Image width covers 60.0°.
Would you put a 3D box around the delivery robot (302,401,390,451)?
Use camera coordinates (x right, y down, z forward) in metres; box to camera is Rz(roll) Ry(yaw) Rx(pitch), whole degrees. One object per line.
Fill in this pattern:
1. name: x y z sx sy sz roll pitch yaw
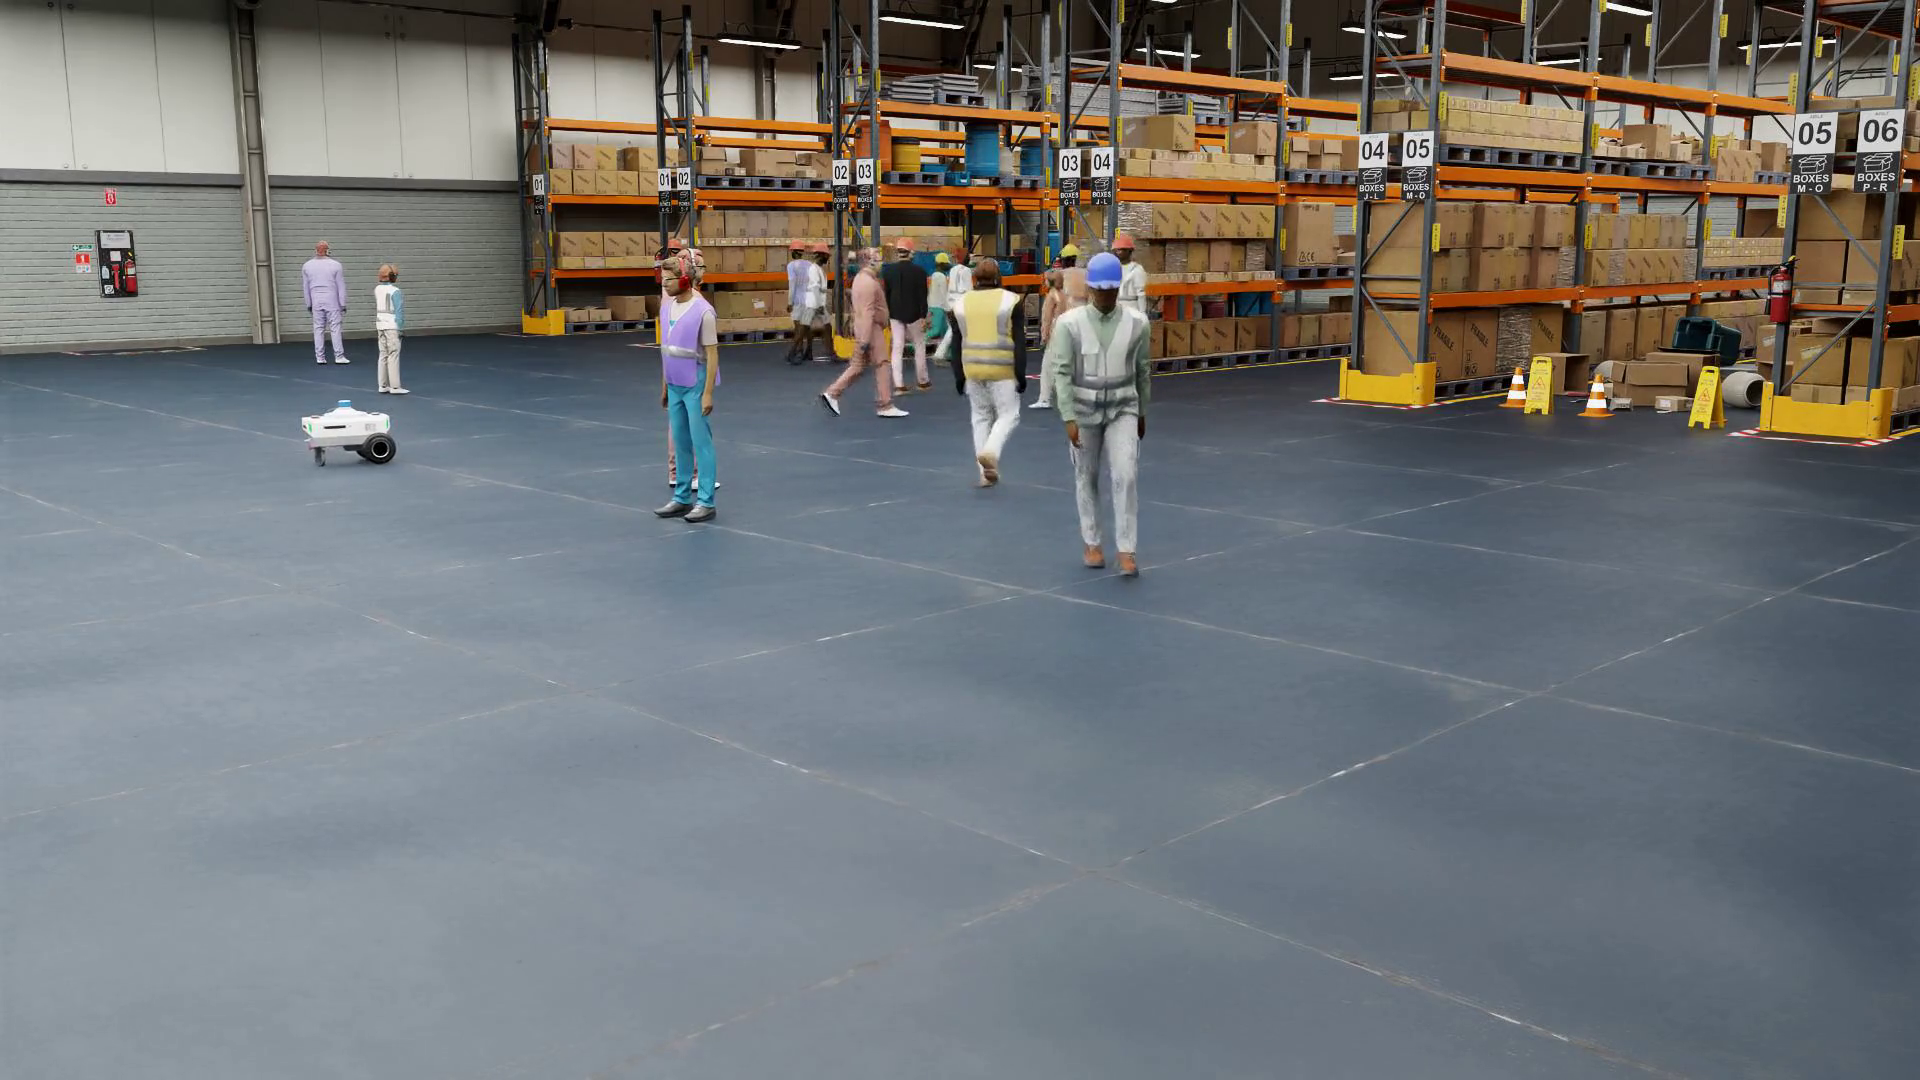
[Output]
1. delivery robot: -5.455 -0.995 14.770 0.707 0.478 0.477 -6 12 -30

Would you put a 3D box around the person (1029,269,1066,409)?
1. person: 1.130 -2.299 19.117 0.645 1.617 0.522 3 11 15

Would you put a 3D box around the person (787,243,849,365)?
1. person: -2.259 -3.657 25.822 1.008 1.879 0.634 3 11 16

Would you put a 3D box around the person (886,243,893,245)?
1. person: -1.509 -5.545 36.243 0.404 1.827 0.599 -7 12 -32

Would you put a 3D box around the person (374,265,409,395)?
1. person: -7.218 -2.661 21.064 0.519 1.633 0.311 9 13 39

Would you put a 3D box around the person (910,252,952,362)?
1. person: -0.409 -3.708 26.497 0.766 1.737 0.542 -3 11 -14

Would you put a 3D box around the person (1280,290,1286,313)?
1. person: 7.274 -5.887 38.146 0.689 1.809 0.591 -7 13 -34

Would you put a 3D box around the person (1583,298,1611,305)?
1. person: 11.231 -4.163 29.355 0.520 1.589 0.887 6 12 28

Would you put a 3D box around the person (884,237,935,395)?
1. person: -0.632 -2.843 21.123 0.653 1.961 0.904 4 11 22

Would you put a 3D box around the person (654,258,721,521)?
1. person: -1.912 -1.066 11.786 0.396 1.841 0.565 -10 15 -44

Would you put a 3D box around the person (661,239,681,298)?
1. person: -5.019 -4.333 29.335 0.552 1.937 0.356 -7 12 -32

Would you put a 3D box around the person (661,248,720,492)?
1. person: -2.124 -1.345 13.167 0.402 1.899 0.636 -5 11 -25

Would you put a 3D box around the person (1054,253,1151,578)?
1. person: 0.845 -0.732 9.813 0.590 1.888 0.907 0 10 -1

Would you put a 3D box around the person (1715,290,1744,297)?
1. person: 15.470 -4.974 33.248 0.616 1.800 0.981 -10 14 -43

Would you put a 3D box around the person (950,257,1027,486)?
1. person: 0.219 -1.323 13.211 0.630 1.828 0.572 4 11 23

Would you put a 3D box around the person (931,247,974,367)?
1. person: -0.012 -3.579 25.542 0.997 1.833 0.591 -4 11 -21

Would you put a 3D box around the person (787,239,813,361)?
1. person: -2.595 -3.860 26.756 0.377 1.938 0.547 8 13 36

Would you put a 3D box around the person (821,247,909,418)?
1. person: -1.066 -2.292 18.394 0.882 1.875 0.647 -3 11 -13

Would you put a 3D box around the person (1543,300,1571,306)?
1. person: 10.916 -4.494 30.262 0.647 1.911 0.706 4 11 22

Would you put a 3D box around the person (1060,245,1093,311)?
1. person: 1.519 -3.100 22.811 0.602 1.873 1.050 -5 12 -27

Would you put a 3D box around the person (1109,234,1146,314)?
1. person: 1.921 -2.750 20.516 0.914 2.007 0.619 -5 12 -26

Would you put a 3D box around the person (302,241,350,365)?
1. person: -9.884 -3.697 25.954 0.643 1.908 0.399 0 10 2

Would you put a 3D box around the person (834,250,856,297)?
1. person: -2.468 -5.625 36.414 0.653 1.924 0.519 8 13 38
